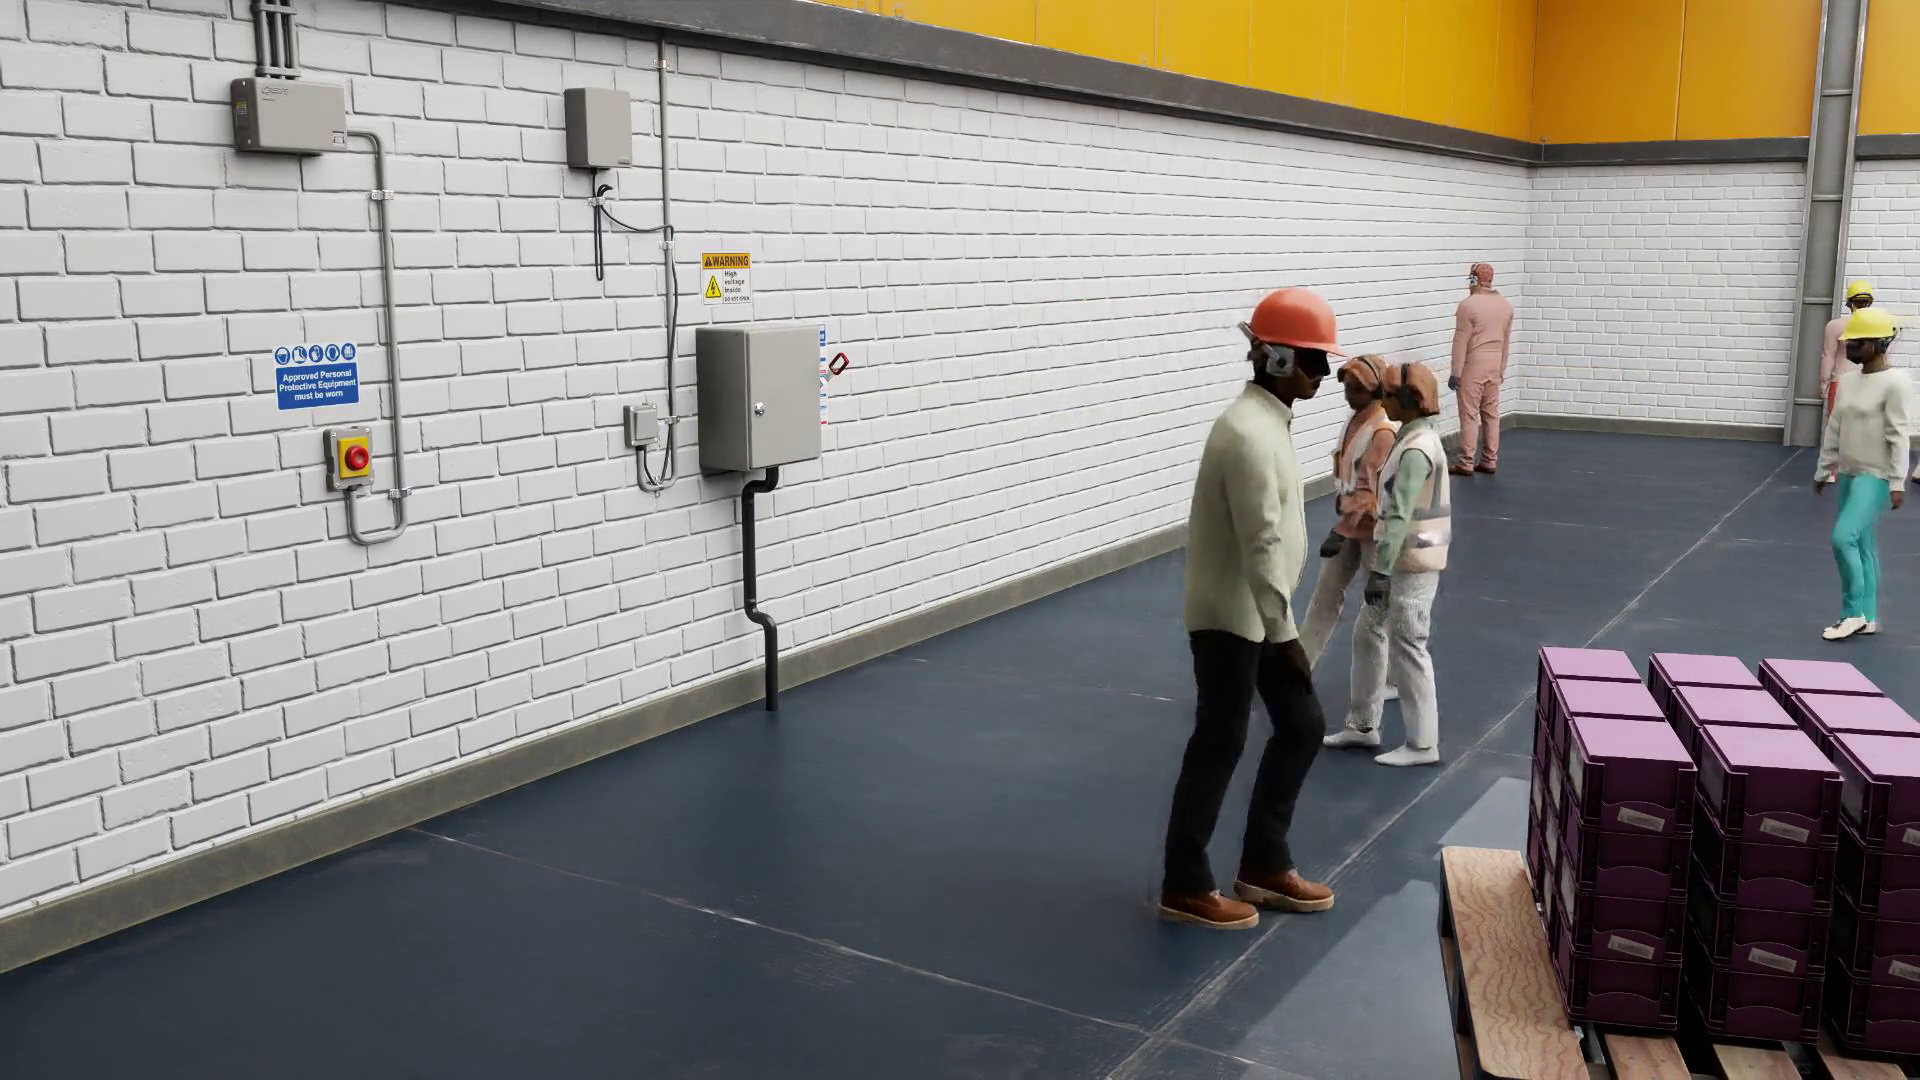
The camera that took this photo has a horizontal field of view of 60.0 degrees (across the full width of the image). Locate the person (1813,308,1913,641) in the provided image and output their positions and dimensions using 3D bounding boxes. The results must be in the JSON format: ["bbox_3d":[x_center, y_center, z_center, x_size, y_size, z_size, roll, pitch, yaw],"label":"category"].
[{"bbox_3d":[4.671,-0.332,8.713,0.529,1.747,0.543,-1,10,-4],"label":"person"}]

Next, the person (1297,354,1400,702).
[{"bbox_3d":[1.728,-0.028,7.438,0.728,1.602,0.534,-2,10,-10],"label":"person"}]

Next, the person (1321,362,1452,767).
[{"bbox_3d":[1.705,0.104,6.640,0.521,1.620,0.553,2,10,12],"label":"person"}]

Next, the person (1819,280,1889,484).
[{"bbox_3d":[7.703,-1.353,14.363,0.521,1.758,0.349,2,10,11],"label":"person"}]

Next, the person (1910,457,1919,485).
[{"bbox_3d":[8.387,-1.308,13.814,0.423,1.863,0.718,-1,10,-3],"label":"person"}]

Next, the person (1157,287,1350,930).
[{"bbox_3d":[0.925,0.234,4.999,0.683,1.963,0.619,4,11,20],"label":"person"}]

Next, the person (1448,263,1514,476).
[{"bbox_3d":[4.633,-1.524,14.913,0.637,1.900,0.403,-6,12,-31],"label":"person"}]
